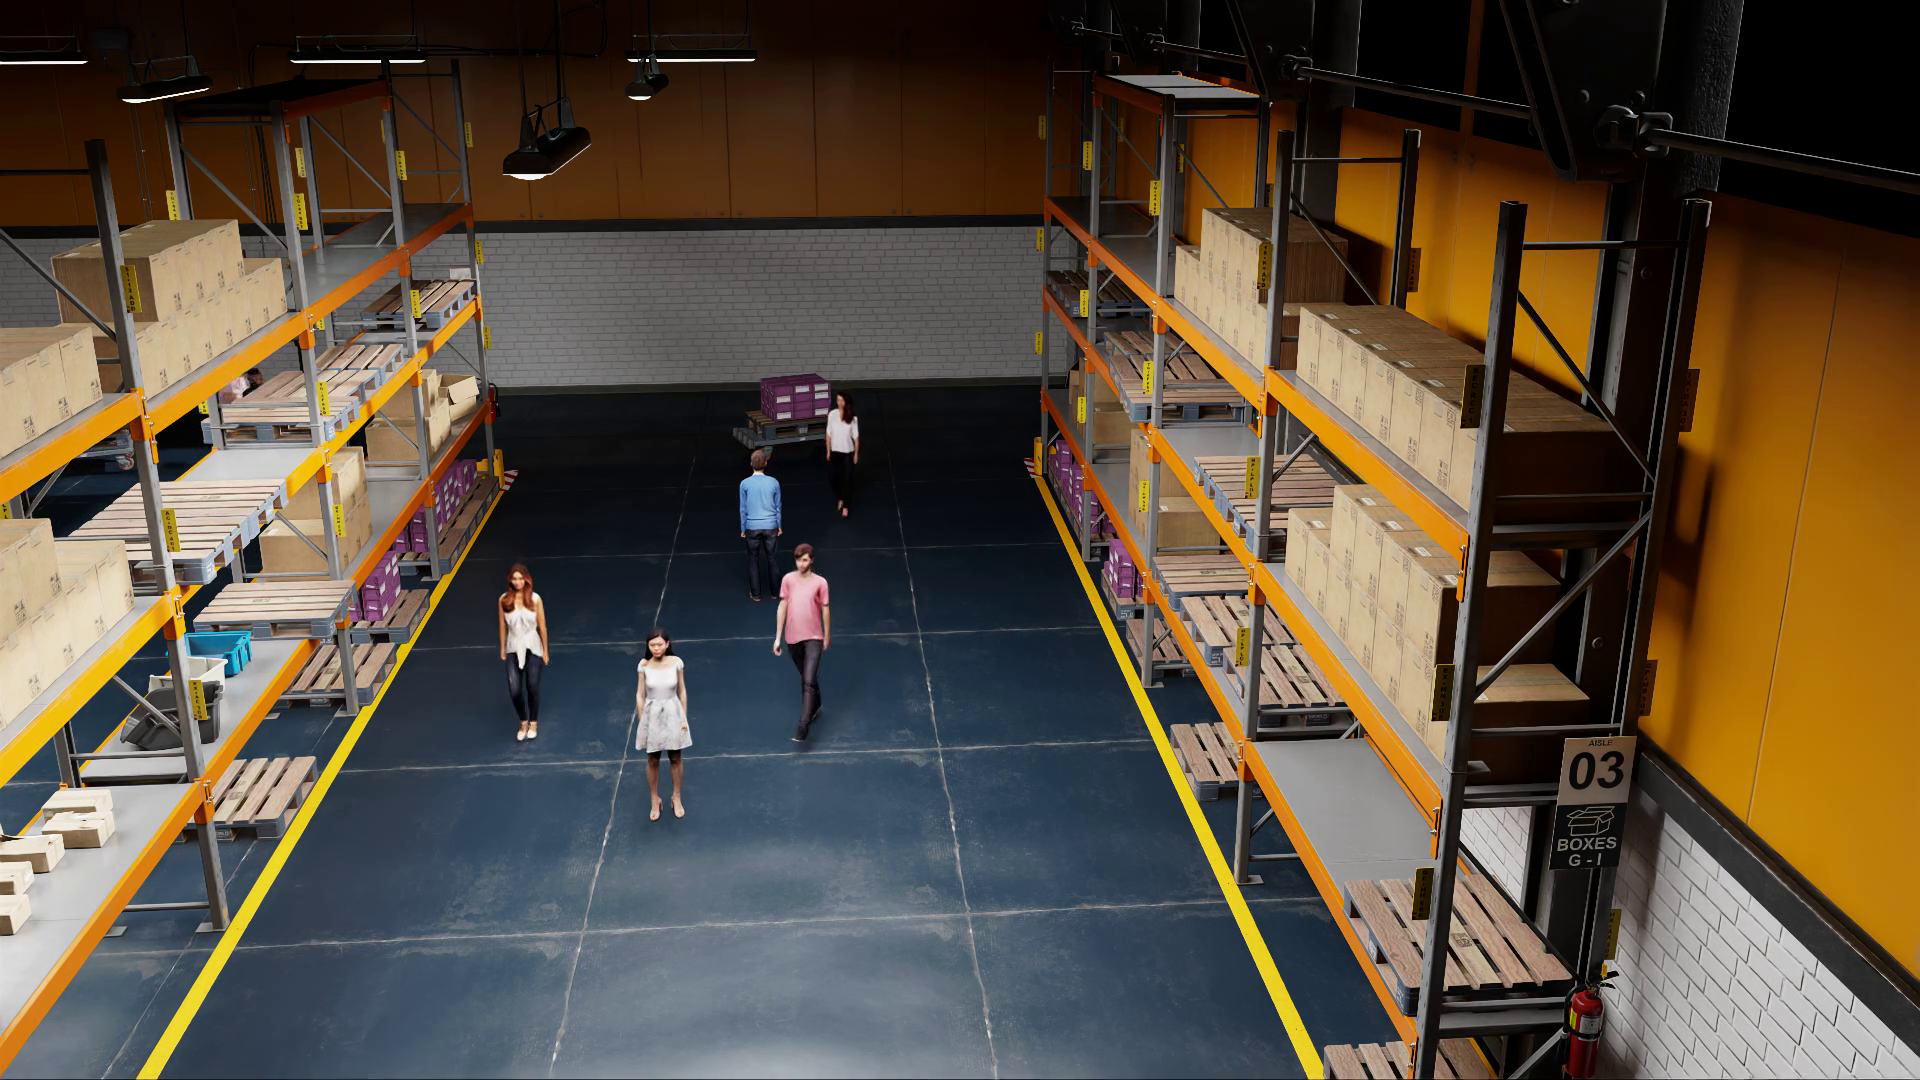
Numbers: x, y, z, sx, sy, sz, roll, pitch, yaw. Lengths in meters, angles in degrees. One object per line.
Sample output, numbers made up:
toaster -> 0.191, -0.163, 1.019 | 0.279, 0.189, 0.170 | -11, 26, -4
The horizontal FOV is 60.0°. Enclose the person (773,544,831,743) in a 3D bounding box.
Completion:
person -> -1.479, 0.943, 16.164 | 0.955, 1.897, 1.338 | 5, 19, 15

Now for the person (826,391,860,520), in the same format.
person -> -1.573, -1.179, 22.637 | 0.687, 1.787, 0.674 | 4, 19, 11

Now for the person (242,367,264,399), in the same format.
person -> -9.968, -1.513, 23.530 | 0.955, 1.851, 1.015 | 16, 25, 40

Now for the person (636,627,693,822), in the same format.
person -> -2.575, 1.592, 14.429 | 0.677, 1.774, 0.667 | -4, 19, -12

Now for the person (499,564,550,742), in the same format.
person -> -4.190, 1.050, 16.039 | 0.624, 1.774, 0.577 | -2, 19, -7

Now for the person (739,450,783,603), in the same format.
person -> -2.346, -0.177, 19.613 | 0.669, 1.819, 0.586 | -4, 19, -10
